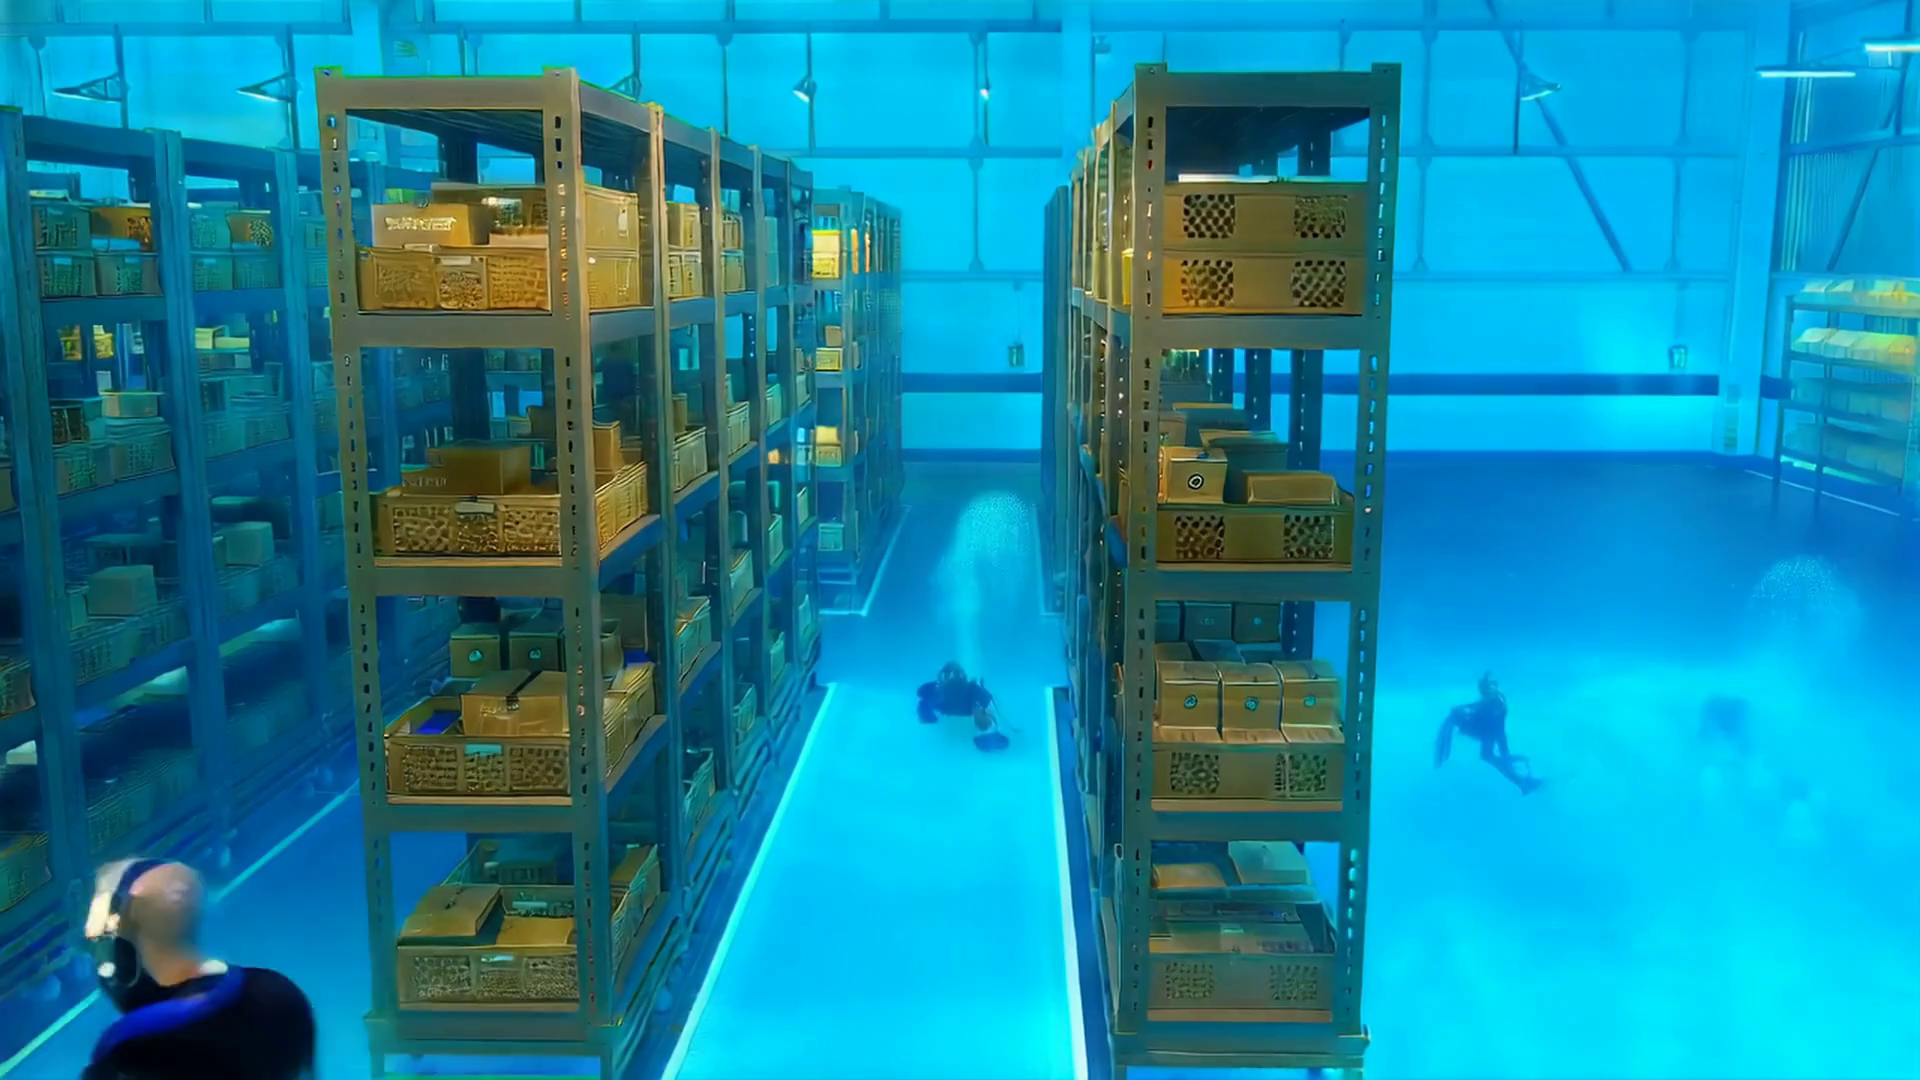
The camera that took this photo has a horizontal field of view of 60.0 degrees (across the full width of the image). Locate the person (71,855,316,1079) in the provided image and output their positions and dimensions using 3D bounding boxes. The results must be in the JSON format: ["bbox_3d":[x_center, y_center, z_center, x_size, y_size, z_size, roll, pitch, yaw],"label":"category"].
[{"bbox_3d":[-1.472,1.543,3.307,0.558,1.891,0.653,3,10,17],"label":"person"}]

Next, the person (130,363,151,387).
[{"bbox_3d":[-10.071,-1.371,20.558,0.621,1.809,0.760,-2,10,-11],"label":"person"}]
